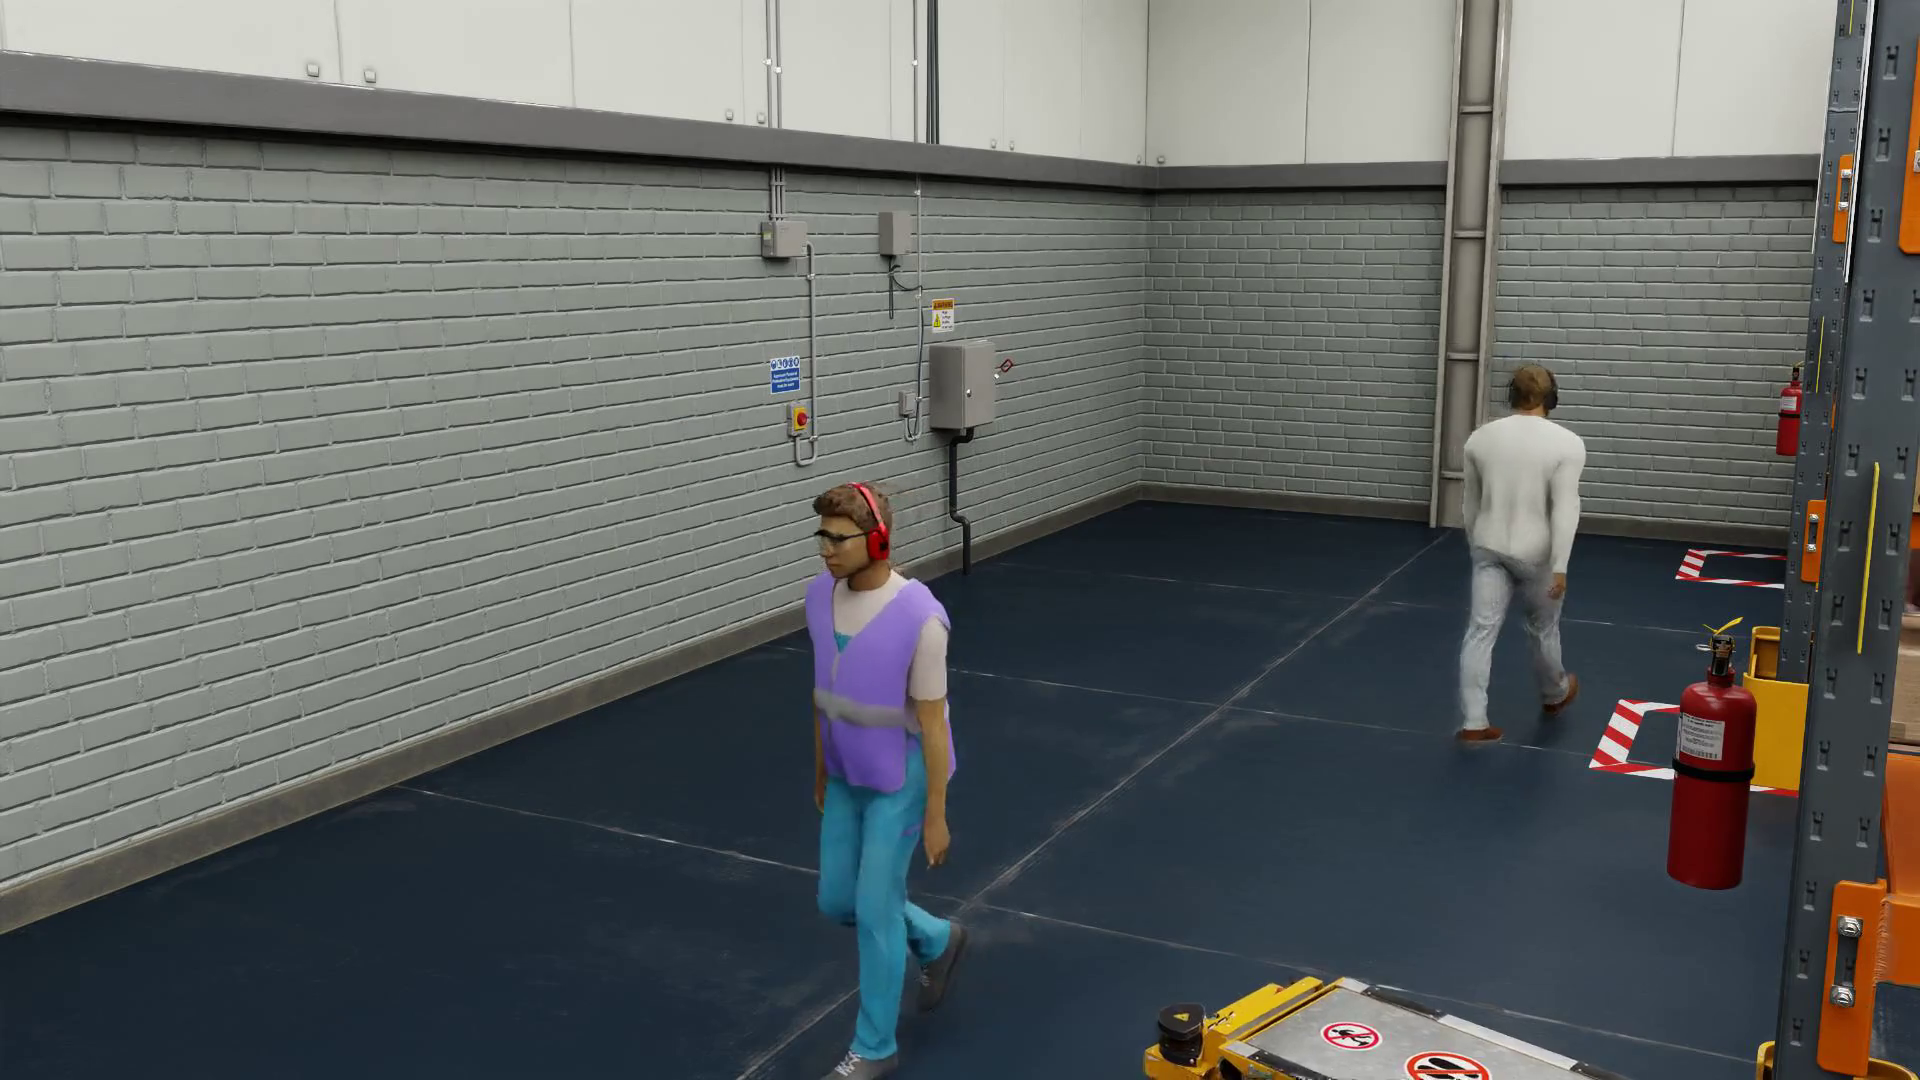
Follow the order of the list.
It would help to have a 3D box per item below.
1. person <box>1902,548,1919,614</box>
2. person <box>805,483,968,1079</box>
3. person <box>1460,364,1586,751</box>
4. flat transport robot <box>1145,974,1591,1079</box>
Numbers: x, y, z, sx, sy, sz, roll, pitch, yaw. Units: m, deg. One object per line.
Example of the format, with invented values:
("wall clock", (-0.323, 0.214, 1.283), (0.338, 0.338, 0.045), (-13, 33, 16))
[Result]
("person", (5.031, -0.053, 8.704), (0.429, 1.973, 0.619), (5, 11, 24))
("person", (-0.198, 0.713, 4.964), (0.587, 1.821, 0.611), (-9, 14, -41))
("person", (2.816, 0.066, 8.322), (0.643, 1.872, 1.068), (9, 14, 41))
("flat transport robot", (1.277, 1.546, 4.642), (0.652, 0.197, 1.431), (-10, 14, -44))
